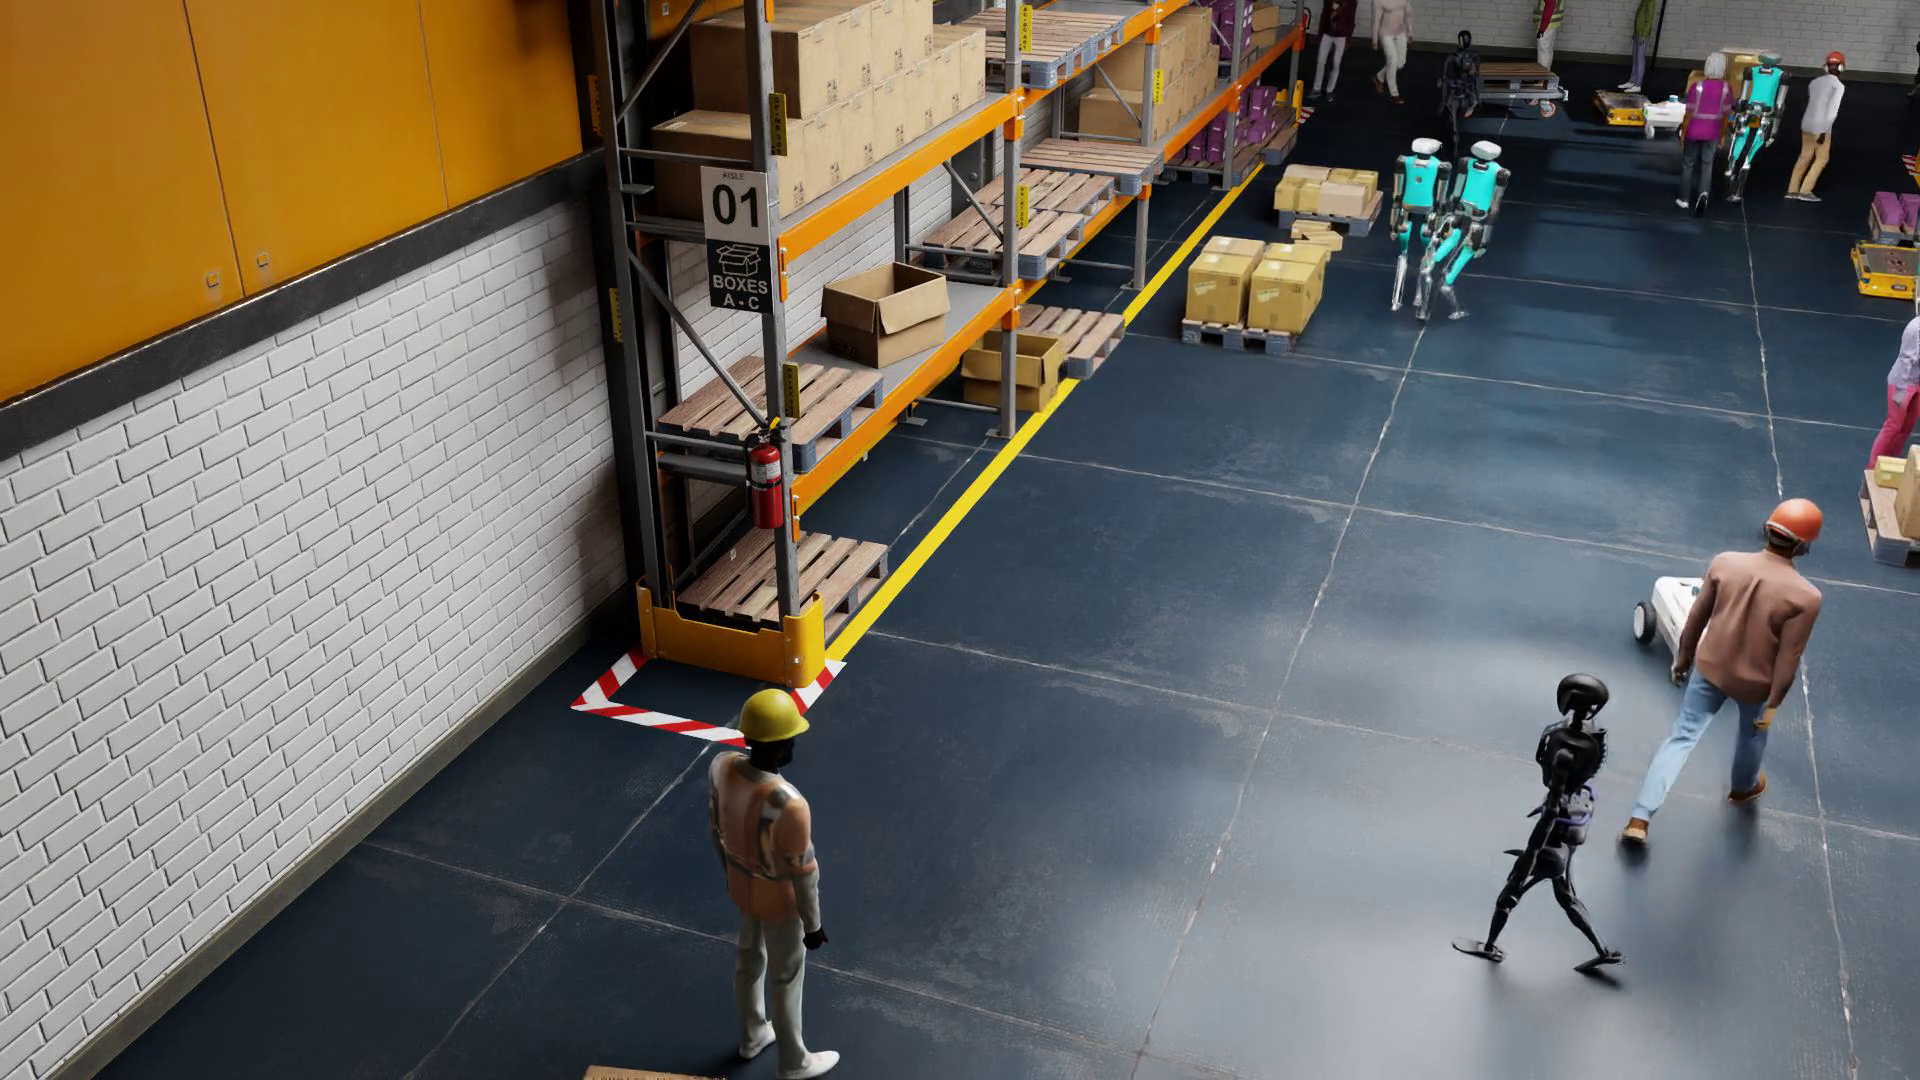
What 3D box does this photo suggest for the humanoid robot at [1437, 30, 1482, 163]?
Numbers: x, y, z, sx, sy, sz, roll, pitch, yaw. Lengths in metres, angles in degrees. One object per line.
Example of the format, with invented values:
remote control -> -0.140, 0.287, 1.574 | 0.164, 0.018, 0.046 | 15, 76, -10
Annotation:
humanoid robot -> 6.406, -5.719, 21.386 | 0.609, 1.649, 0.782 | -8, 28, -15

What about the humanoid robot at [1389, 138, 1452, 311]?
humanoid robot -> 4.466, -3.070, 16.088 | 0.553, 1.740, 0.834 | 14, 30, 25

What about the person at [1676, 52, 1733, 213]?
person -> 8.540, -4.658, 19.095 | 0.501, 1.825, 0.714 | 7, 28, 13

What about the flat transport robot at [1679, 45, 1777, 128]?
flat transport robot -> 10.701, -6.018, 23.423 | 1.431, 0.231, 0.659 | 13, 30, 24

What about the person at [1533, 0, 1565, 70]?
person -> 8.825, -7.731, 25.032 | 0.429, 1.843, 0.624 | 16, 31, 28

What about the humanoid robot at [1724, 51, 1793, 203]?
humanoid robot -> 9.138, -4.703, 19.295 | 0.530, 1.795, 0.792 | 23, 35, 37

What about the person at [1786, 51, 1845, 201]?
person -> 10.140, -4.885, 19.648 | 0.467, 1.710, 0.584 | -5, 28, -10

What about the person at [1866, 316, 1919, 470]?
person -> 7.177, -1.153, 12.508 | 0.536, 1.617, 0.325 | -13, 30, -23

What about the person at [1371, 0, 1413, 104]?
person -> 6.247, -7.332, 24.192 | 0.711, 1.892, 0.650 | -13, 30, -23

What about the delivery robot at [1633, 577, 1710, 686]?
delivery robot -> 4.579, 0.526, 10.392 | 0.499, 0.570, 0.747 | 2, 27, 5

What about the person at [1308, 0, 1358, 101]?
person -> 5.480, -7.365, 24.247 | 0.540, 1.914, 0.464 | 11, 29, 20

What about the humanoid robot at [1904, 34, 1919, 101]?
humanoid robot -> 14.213, -7.302, 24.387 | 0.482, 1.644, 0.616 | -1, 27, -2

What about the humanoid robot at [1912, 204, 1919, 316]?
humanoid robot -> 9.364, -2.966, 15.915 | 0.552, 1.743, 1.016 | 7, 28, 14

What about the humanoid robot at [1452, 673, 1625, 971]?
humanoid robot -> 2.790, 1.330, 7.683 | 0.750, 1.641, 0.587 | 13, 30, 24

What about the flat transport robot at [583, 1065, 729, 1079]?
flat transport robot -> -1.178, 2.906, 6.113 | 1.431, 0.231, 0.659 | -16, 31, -28

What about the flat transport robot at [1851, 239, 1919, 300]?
flat transport robot -> 9.606, -2.777, 17.138 | 0.659, 0.231, 1.431 | 10, 29, 19

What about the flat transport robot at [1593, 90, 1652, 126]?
flat transport robot -> 9.456, -6.129, 23.638 | 0.659, 0.231, 1.431 | 5, 28, 9

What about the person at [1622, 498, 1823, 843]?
person -> 3.979, 0.698, 8.627 | 1.162, 1.905, 0.633 | -21, 34, -35

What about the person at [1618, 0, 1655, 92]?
person -> 10.191, -7.557, 24.913 | 0.282, 1.636, 0.499 | 2, 27, 4

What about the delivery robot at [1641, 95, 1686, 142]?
delivery robot -> 9.629, -5.695, 22.489 | 0.770, 0.598, 0.522 | 8, 28, 14

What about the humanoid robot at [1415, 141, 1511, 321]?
humanoid robot -> 4.608, -2.825, 15.654 | 0.932, 1.772, 0.576 | -16, 31, -28

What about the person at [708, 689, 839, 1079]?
person -> -0.791, 1.477, 7.081 | 0.592, 1.922, 0.382 | 24, 36, 38
